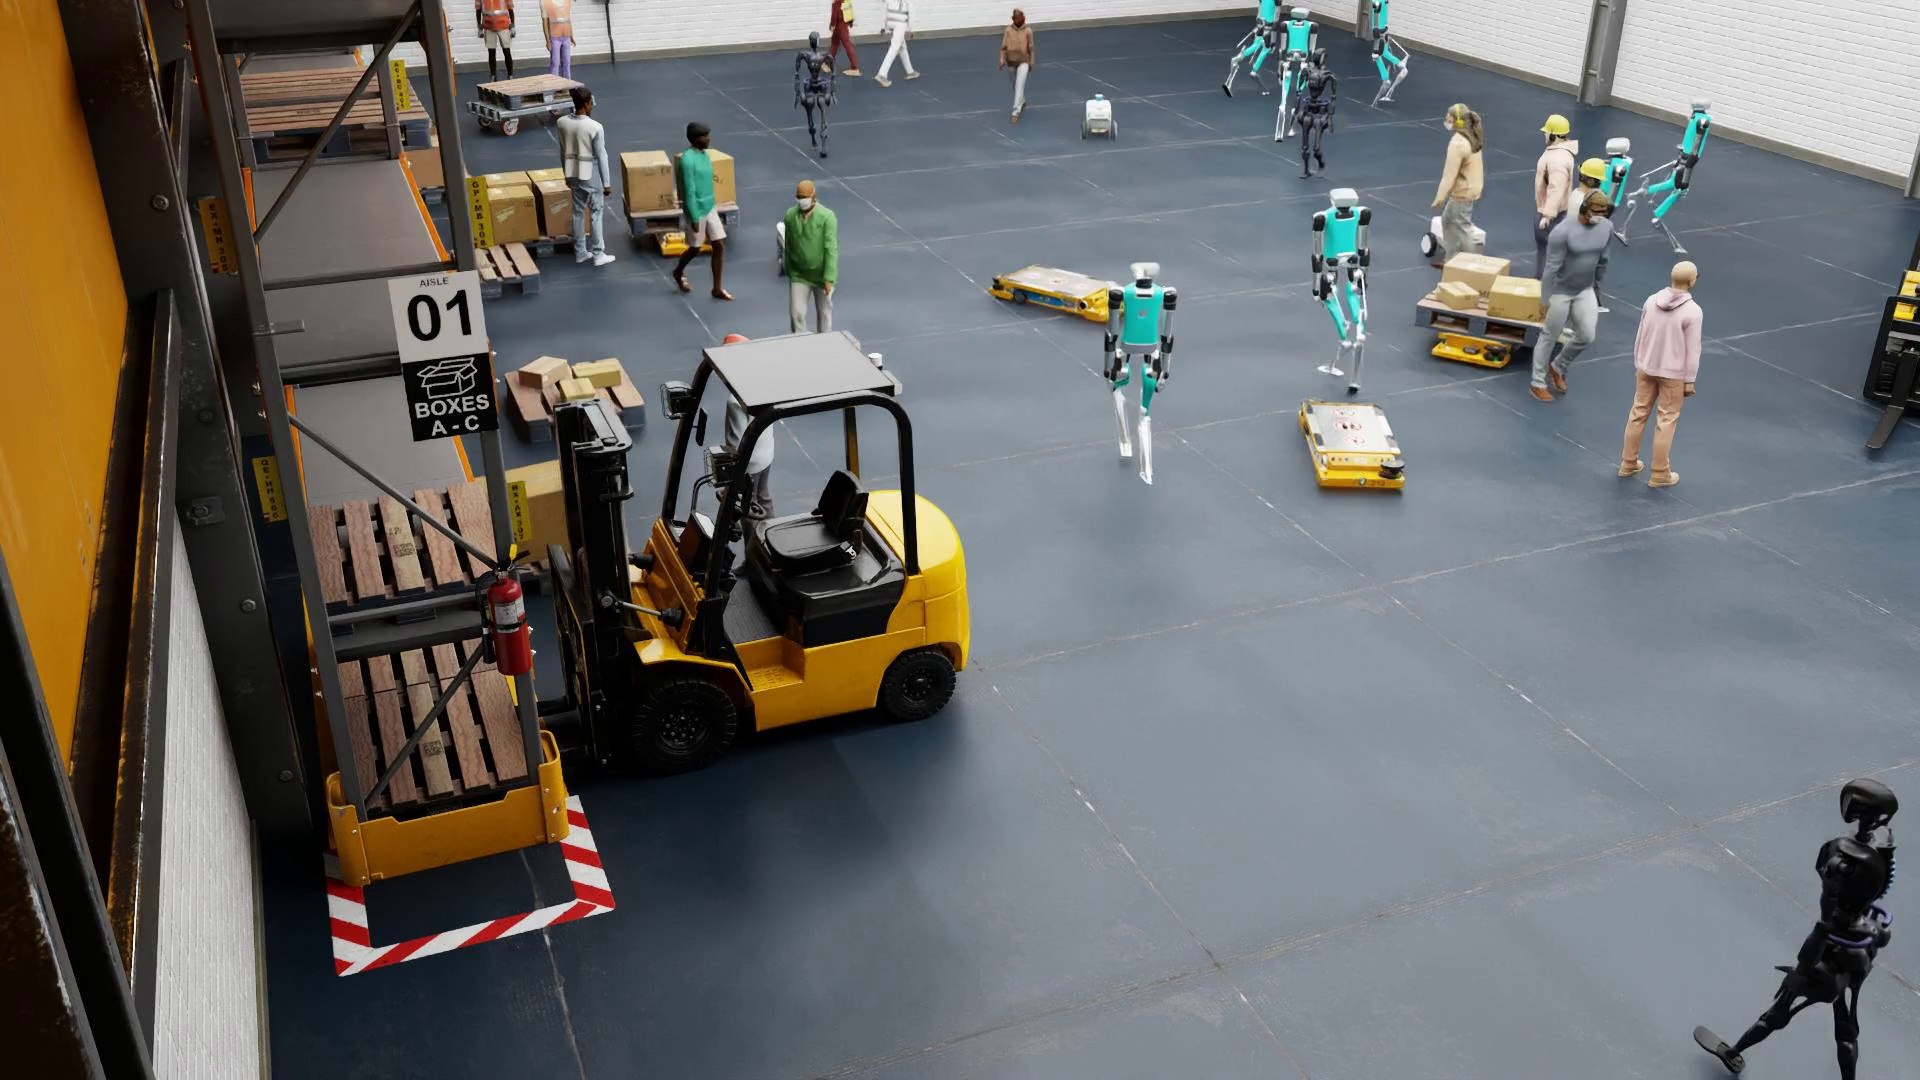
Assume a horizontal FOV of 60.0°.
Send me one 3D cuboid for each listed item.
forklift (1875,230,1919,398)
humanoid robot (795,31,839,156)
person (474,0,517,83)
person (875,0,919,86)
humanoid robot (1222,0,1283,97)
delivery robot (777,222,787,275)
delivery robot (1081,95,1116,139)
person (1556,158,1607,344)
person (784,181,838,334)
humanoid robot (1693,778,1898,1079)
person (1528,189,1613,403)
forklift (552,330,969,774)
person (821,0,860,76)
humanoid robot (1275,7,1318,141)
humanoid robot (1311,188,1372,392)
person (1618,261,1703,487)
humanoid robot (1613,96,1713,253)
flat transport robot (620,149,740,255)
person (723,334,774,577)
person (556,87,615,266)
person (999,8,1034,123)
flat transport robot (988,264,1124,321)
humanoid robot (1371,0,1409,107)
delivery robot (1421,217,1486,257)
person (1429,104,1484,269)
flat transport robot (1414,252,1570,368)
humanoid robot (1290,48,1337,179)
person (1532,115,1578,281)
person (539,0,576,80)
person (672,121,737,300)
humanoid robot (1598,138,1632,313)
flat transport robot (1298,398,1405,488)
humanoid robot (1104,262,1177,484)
[{"bbox_3d":[9.029,-2.397,14.618,1.214,2.155,2.313,18,32,32],"label":"forklift"},{"bbox_3d":[-1.943,-6.026,22.446,0.600,1.623,0.772,0,27,-1],"label":"humanoid robot"},{"bbox_3d":[-7.312,-8.101,26.214,0.611,1.963,0.362,-2,27,-5],"label":"person"},{"bbox_3d":[-1.031,-8.260,26.721,0.599,1.806,1.117,21,33,35],"label":"person"},{"bbox_3d":[4.479,-7.711,25.752,1.016,1.784,0.530,-12,29,-23],"label":"humanoid robot"},{"bbox_3d":[-1.768,-3.218,18.048,0.499,0.575,0.754,-7,28,-13],"label":"delivery robot"},{"bbox_3d":[1.967,-5.996,23.616,0.499,0.614,0.791,1,27,3],"label":"delivery robot"},{"bbox_3d":[5.851,-2.752,15.803,0.335,1.760,0.524,8,28,15],"label":"person"},{"bbox_3d":[-1.359,-2.361,15.034,0.536,1.757,0.711,4,27,8],"label":"person"},{"bbox_3d":[3.669,1.692,7.078,0.612,1.629,0.717,-21,33,-35],"label":"humanoid robot"},{"bbox_3d":[5.264,-2.103,14.338,0.692,1.913,0.457,-7,27,-13],"label":"person"},{"bbox_3d":[-1.094,0.010,9.831,2.313,2.155,1.214,-10,28,-20],"label":"forklift"},{"bbox_3d":[-2.059,-8.514,27.299,0.892,1.730,0.489,6,27,12],"label":"person"},{"bbox_3d":[4.640,-6.413,23.228,0.542,1.881,0.809,9,28,17],"label":"humanoid robot"},{"bbox_3d":[3.425,-2.136,14.672,0.572,1.811,0.855,-4,27,-9],"label":"humanoid robot"},{"bbox_3d":[5.424,-1.279,12.843,0.404,1.784,0.525,-18,32,-31],"label":"person"},{"bbox_3d":[7.722,-4.022,18.417,1.021,1.784,0.530,7,28,14],"label":"humanoid robot"},{"bbox_3d":[-3.189,-3.575,19.099,0.659,0.231,1.431,-7,28,-14],"label":"flat transport robot"},{"bbox_3d":[-1.476,-0.586,11.518,0.351,1.738,0.572,8,28,15],"label":"person"},{"bbox_3d":[-4.037,-3.910,17.946,0.595,1.908,0.408,12,29,22],"label":"person"},{"bbox_3d":[0.860,-7.024,24.467,0.450,1.611,0.872,8,28,16],"label":"person"},{"bbox_3d":[1.052,-2.539,17.038,1.431,0.231,0.659,20,33,34],"label":"flat transport robot"},{"bbox_3d":[6.518,-7.373,25.105,0.745,1.857,0.538,12,29,23],"label":"humanoid robot"},{"bbox_3d":[5.453,-3.309,18.269,0.499,0.611,0.814,-5,27,-10],"label":"delivery robot"},{"bbox_3d":[5.280,-3.673,17.553,0.651,1.831,0.586,15,30,28],"label":"person"},{"bbox_3d":[5.087,-1.984,15.933,0.659,0.231,1.431,16,31,29],"label":"flat transport robot"},{"bbox_3d":[4.534,-5.447,21.251,0.603,1.645,0.348,19,32,33],"label":"humanoid robot"},{"bbox_3d":[6.016,-3.382,16.939,0.420,1.865,0.804,8,28,15],"label":"person"},{"bbox_3d":[-6.170,-7.716,25.579,0.390,1.846,0.565,18,32,32],"label":"person"},{"bbox_3d":[-2.690,-3.342,16.929,0.786,1.829,0.516,15,30,27],"label":"person"},{"bbox_3d":[6.172,-3.133,16.611,0.874,1.791,0.579,9,28,17],"label":"humanoid robot"},{"bbox_3d":[3.179,-0.798,13.575,0.659,0.231,1.431,2,27,3],"label":"flat transport robot"},{"bbox_3d":[1.382,-1.375,13.093,0.541,1.768,0.922,0,27,0],"label":"humanoid robot"}]
